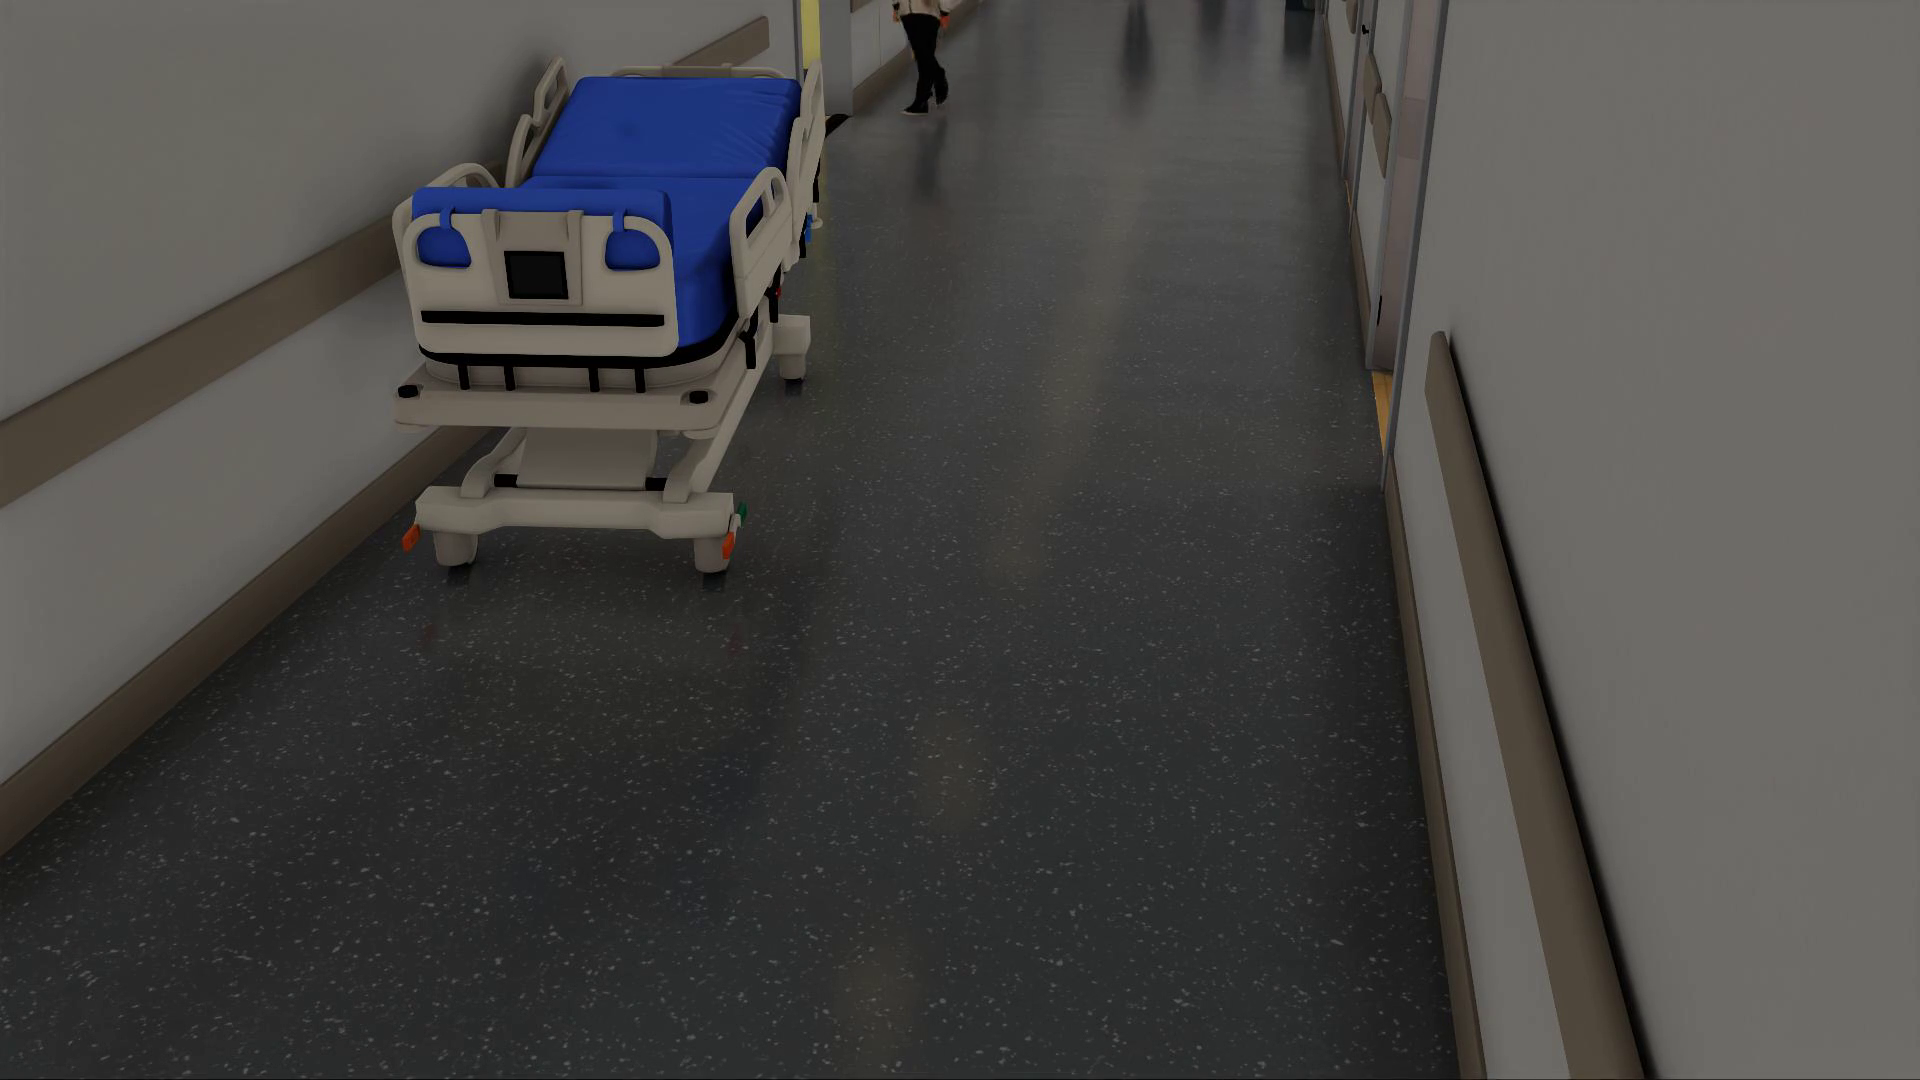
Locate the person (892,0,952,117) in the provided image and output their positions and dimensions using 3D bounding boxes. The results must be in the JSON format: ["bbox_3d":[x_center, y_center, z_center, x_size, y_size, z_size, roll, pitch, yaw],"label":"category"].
[{"bbox_3d":[-0.239,-3.795,11.924,0.963,1.431,0.890,15,29,28],"label":"person"}]
